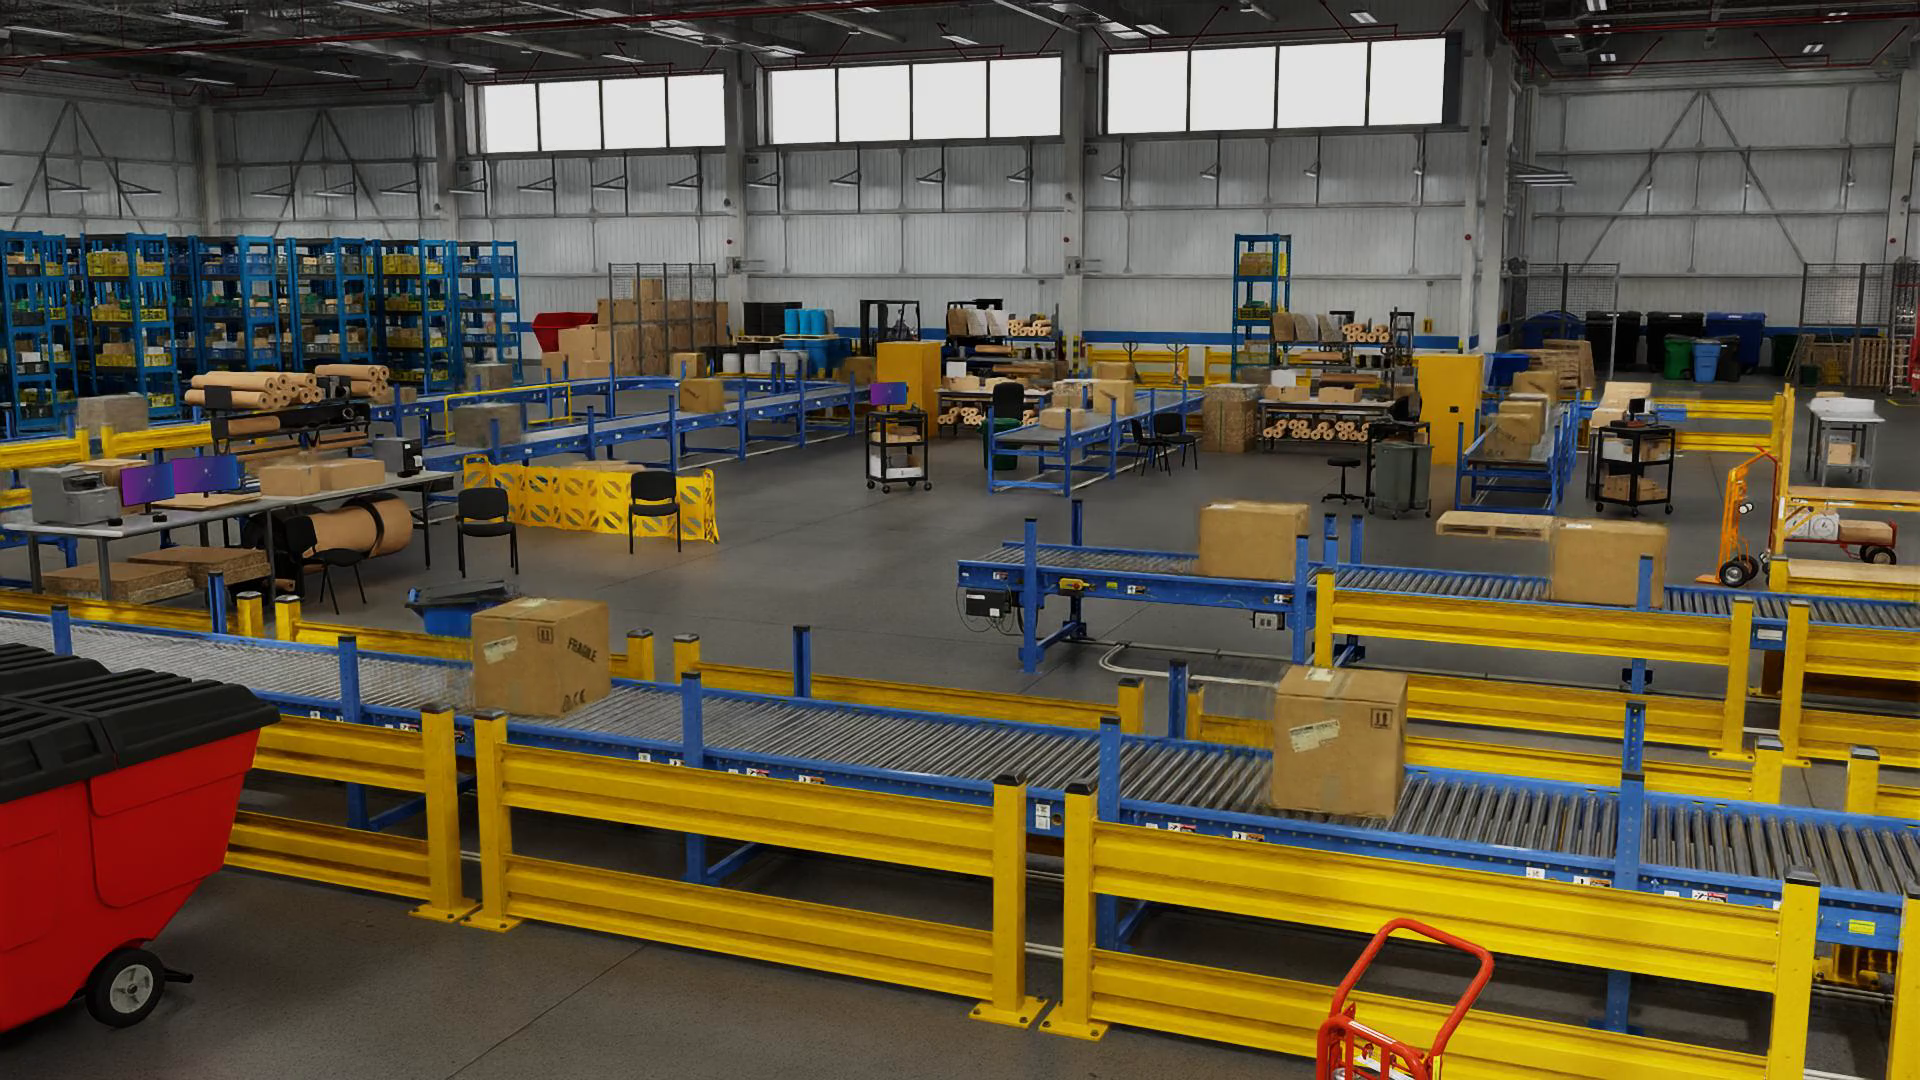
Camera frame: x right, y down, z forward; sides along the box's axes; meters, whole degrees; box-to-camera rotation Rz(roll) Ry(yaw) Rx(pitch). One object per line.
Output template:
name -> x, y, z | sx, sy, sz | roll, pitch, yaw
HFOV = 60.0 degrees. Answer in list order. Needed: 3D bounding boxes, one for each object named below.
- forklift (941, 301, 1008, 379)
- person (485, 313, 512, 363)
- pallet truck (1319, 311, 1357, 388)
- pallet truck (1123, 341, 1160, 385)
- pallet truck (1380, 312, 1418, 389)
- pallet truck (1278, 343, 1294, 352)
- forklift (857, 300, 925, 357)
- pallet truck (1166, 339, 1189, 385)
forklift -> 0.365, -4.966, 41.571 | 1.157, 1.987, 2.680 | 3, 10, 20
person -> -11.521, -4.815, 41.656 | 0.654, 1.967, 0.776 | -7, 12, -36
pallet truck -> 9.071, -4.419, 39.190 | 0.823, 1.965, 1.885 | 5, 10, 26
pallet truck -> 4.445, -4.380, 41.279 | 0.680, 1.201, 1.601 | 4, 10, 22
pallet truck -> 10.207, -4.283, 38.369 | 0.823, 1.965, 1.885 | 3, 10, 20
pallet truck -> 7.886, -4.163, 39.743 | 0.653, 1.274, 1.630 | 4, 10, 22
forklift -> -1.732, -5.109, 42.468 | 1.157, 1.987, 2.680 | 4, 10, 22
pallet truck -> 5.418, -4.269, 40.420 | 0.704, 1.261, 1.522 | 3, 10, 20
